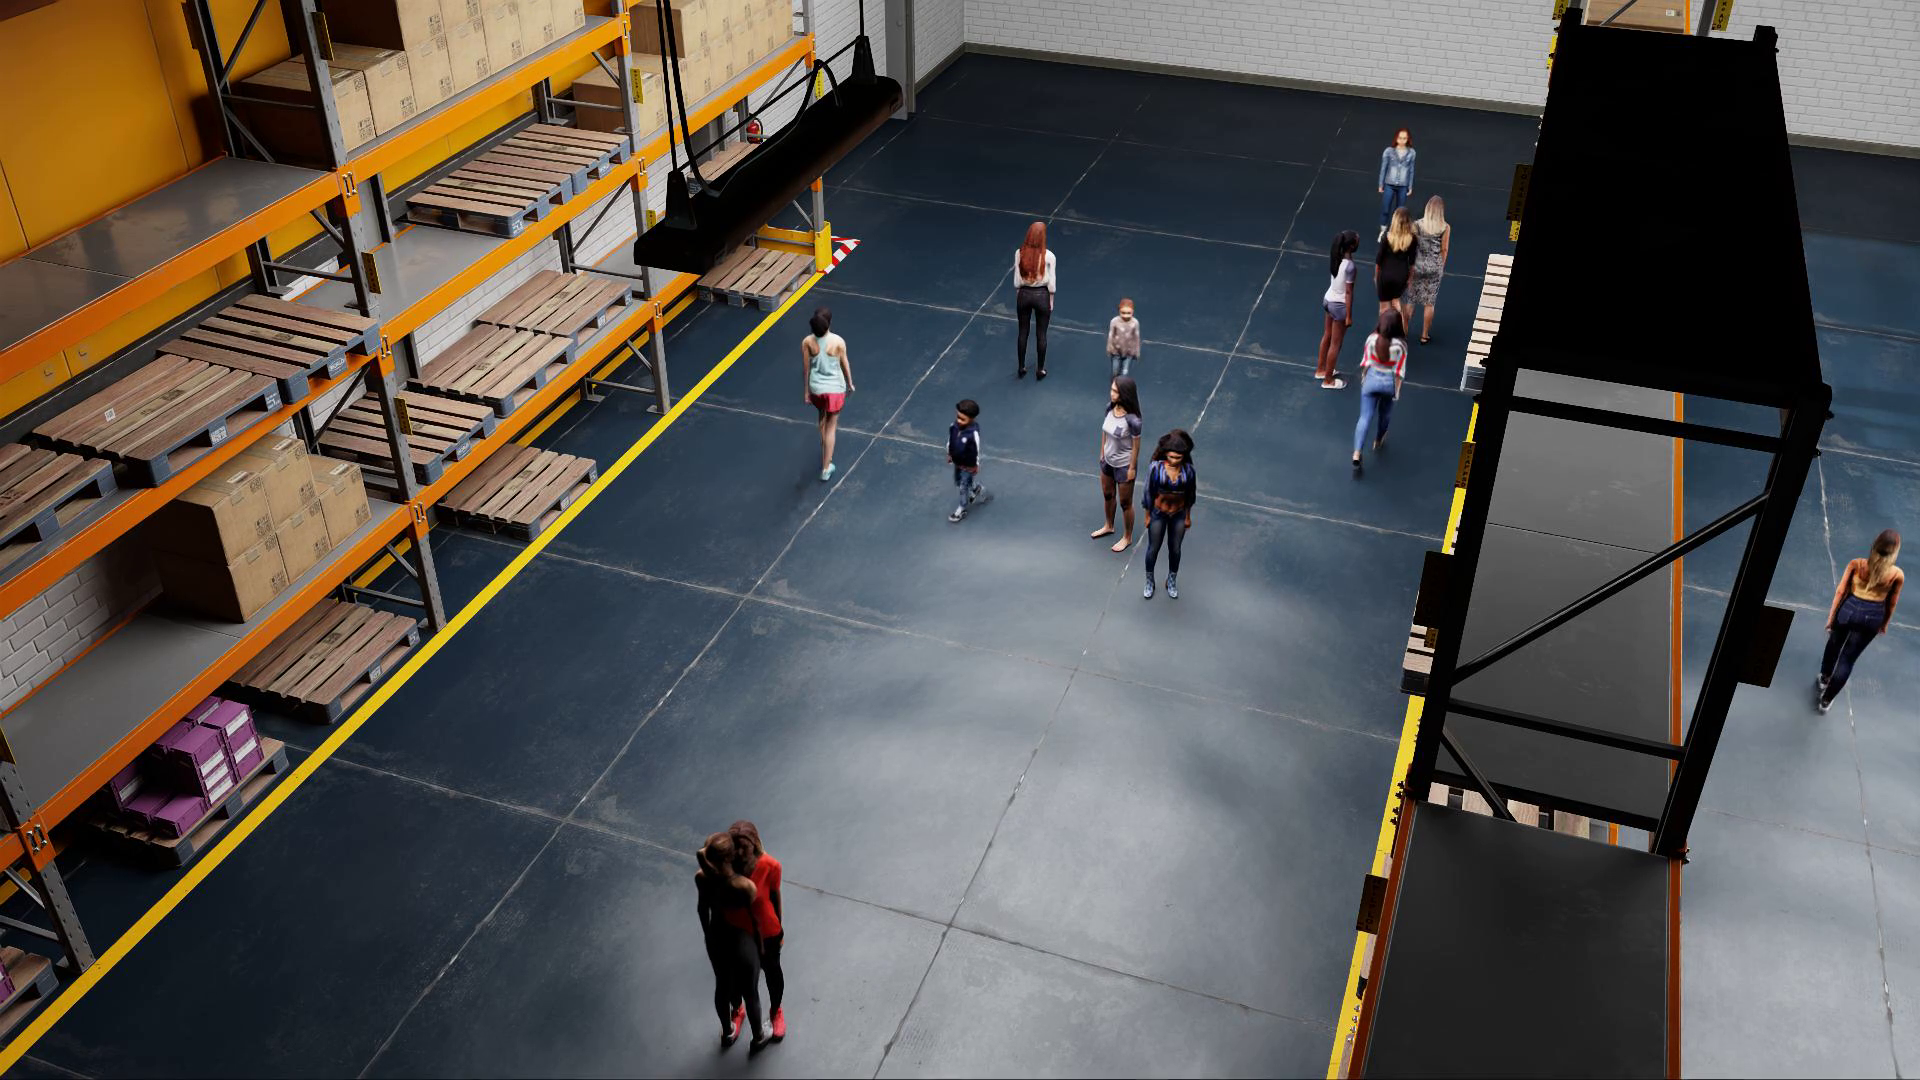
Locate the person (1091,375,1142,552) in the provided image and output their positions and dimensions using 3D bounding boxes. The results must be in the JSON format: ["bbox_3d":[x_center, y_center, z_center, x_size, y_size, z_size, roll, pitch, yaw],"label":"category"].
[{"bbox_3d":[1.421,-0.701,14.795,0.692,1.706,0.675,-22,40,-30],"label":"person"}]

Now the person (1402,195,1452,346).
[{"bbox_3d":[5.072,-2.943,18.168,0.591,1.705,0.519,7,34,11],"label":"person"}]

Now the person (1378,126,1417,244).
[{"bbox_3d":[5.393,-4.398,20.564,0.612,1.476,0.582,4,34,6],"label":"person"}]

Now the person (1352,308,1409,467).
[{"bbox_3d":[4.027,-1.450,16.028,0.683,1.588,1.058,15,36,21],"label":"person"}]

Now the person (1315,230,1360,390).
[{"bbox_3d":[3.944,-2.423,17.371,0.746,1.722,0.642,-6,34,-9],"label":"person"}]

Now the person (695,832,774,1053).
[{"bbox_3d":[-1.381,2.439,10.071,0.551,1.705,0.506,10,35,15],"label":"person"}]

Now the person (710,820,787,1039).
[{"bbox_3d":[-1.286,2.374,10.178,0.661,1.694,0.646,-1,34,-1],"label":"person"}]

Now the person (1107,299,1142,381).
[{"bbox_3d":[1.687,-1.979,17.188,0.537,1.185,0.519,4,34,6],"label":"person"}]

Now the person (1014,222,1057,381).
[{"bbox_3d":[0.773,-2.500,17.452,0.613,1.760,0.531,7,34,11],"label":"person"}]

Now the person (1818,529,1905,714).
[{"bbox_3d":[6.913,0.667,12.824,0.657,1.609,0.784,19,38,26],"label":"person"}]

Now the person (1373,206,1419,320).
[{"bbox_3d":[4.675,-2.751,17.918,0.666,1.663,0.727,-1,34,-2],"label":"person"}]

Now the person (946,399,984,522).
[{"bbox_3d":[0.073,-0.768,15.337,0.781,1.216,0.682,-27,42,-34],"label":"person"}]

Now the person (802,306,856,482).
[{"bbox_3d":[-1.273,-1.356,15.744,0.640,1.744,0.816,7,34,11],"label":"person"}]

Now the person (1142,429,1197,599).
[{"bbox_3d":[1.771,-0.221,14.142,0.668,1.628,0.650,1,34,1],"label":"person"}]
